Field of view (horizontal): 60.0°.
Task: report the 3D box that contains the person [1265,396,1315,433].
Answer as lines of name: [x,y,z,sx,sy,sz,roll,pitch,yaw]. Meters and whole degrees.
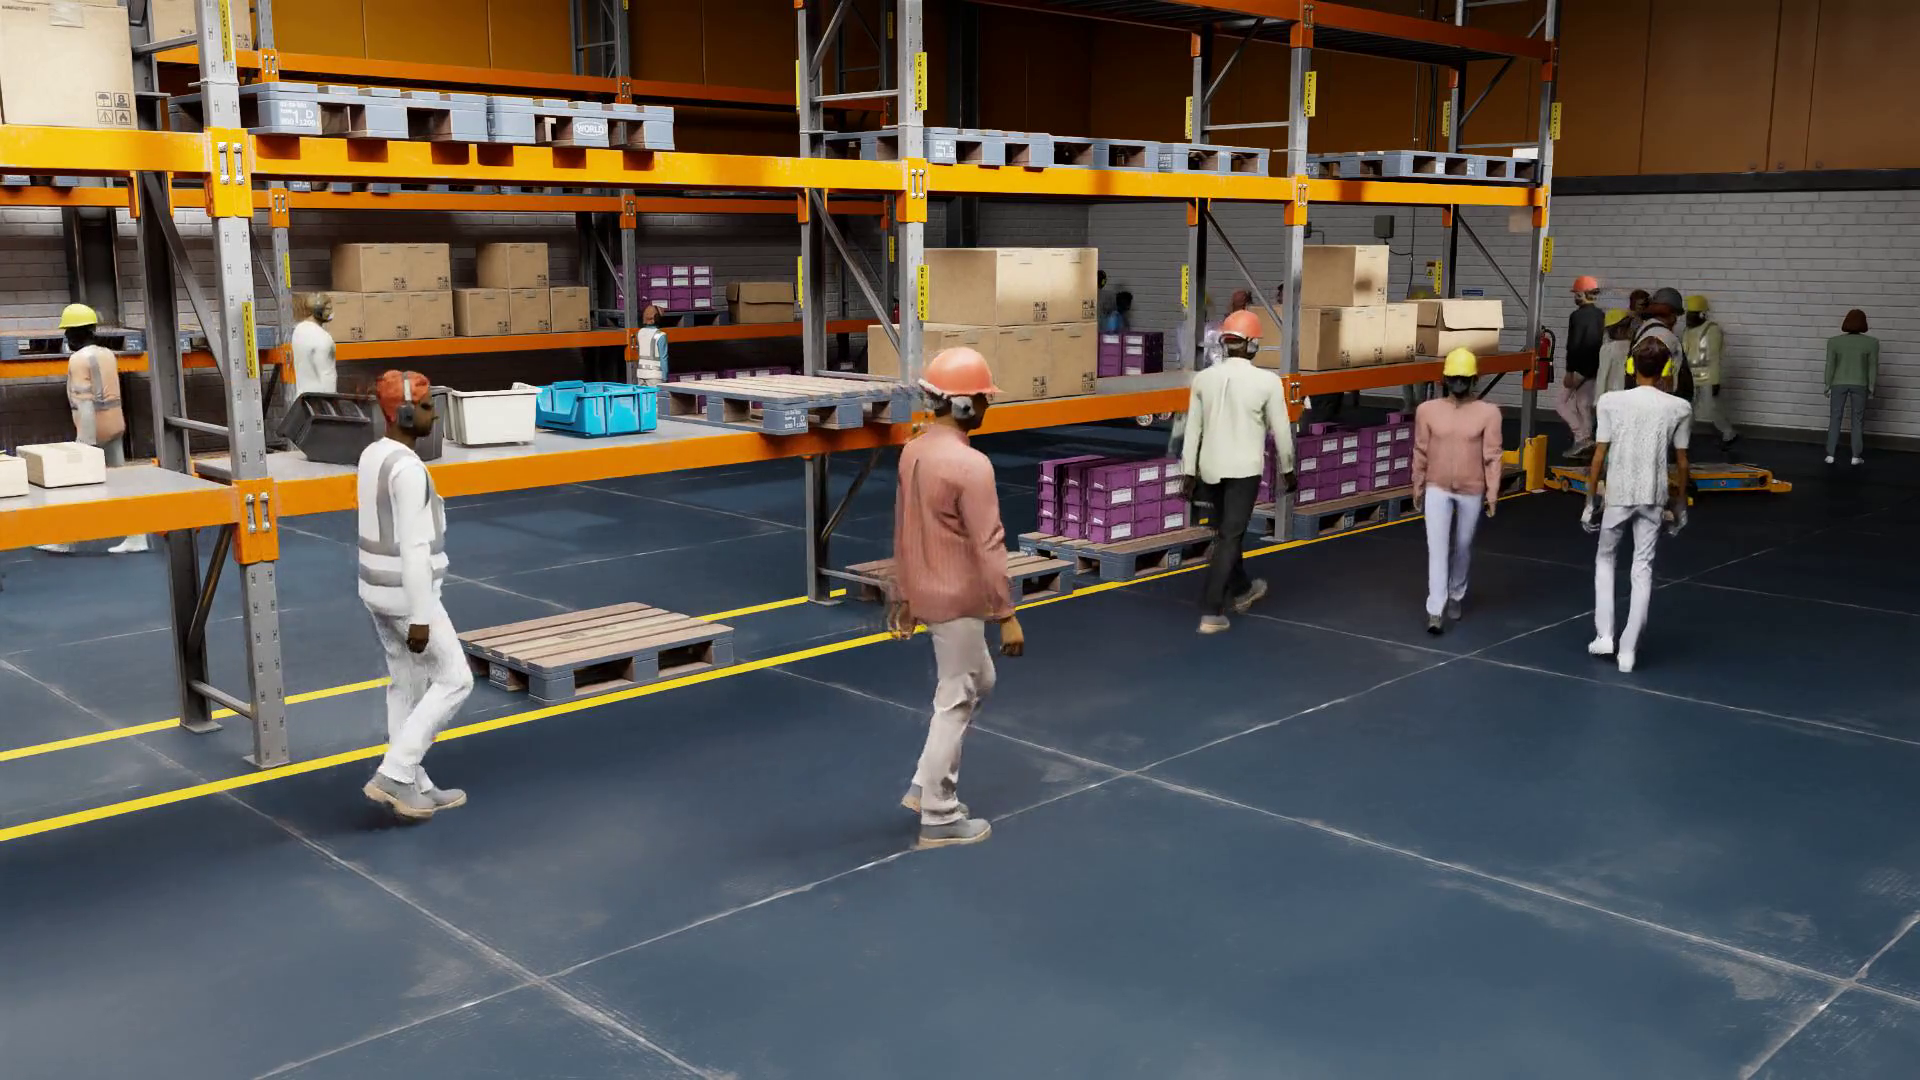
person: [3.510,-1.709,17.498,0.944,1.860,0.652,-1,10,-3]

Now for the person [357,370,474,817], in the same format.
person: [-2.244,0.237,6.829,0.405,1.872,0.578,-8,13,-37]

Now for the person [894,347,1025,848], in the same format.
person: [0.002,0.241,6.504,0.448,1.977,0.622,-4,11,-21]

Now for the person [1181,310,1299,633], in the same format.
person: [1.728,-0.438,10.300,0.621,1.944,1.006,9,13,39]

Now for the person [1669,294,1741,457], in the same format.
person: [8.143,-1.786,18.102,0.840,1.787,0.605,-4,11,-19]

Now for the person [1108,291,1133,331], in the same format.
person: [2.082,-2.501,22.303,0.498,1.659,0.548,5,11,24]

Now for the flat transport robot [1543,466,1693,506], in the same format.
flat transport robot: [5.997,-0.502,15.213,0.652,0.197,1.431,-2,11,-9]

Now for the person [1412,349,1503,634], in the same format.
person: [3.022,-0.303,10.150,0.530,1.717,0.917,4,11,19]

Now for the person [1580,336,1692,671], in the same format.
person: [3.777,-0.211,9.309,0.577,1.848,0.609,3,11,16]

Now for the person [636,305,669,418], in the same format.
person: [-3.432,-1.802,18.597,0.509,1.628,0.319,9,14,42]

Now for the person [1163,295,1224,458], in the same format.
person: [2.270,-1.519,16.401,0.930,1.860,0.664,-9,14,-42]

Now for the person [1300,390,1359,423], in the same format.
person: [3.596,-1.512,16.350,0.603,1.883,0.947,10,14,44]

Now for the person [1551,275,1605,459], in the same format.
person: [6.658,-1.842,17.855,0.649,1.976,0.440,-8,13,-39]

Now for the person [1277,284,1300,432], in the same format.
person: [3.799,-2.035,19.243,0.316,1.861,0.514,0,10,0]

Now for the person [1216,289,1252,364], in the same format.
person: [2.869,-1.563,16.662,0.977,1.861,0.649,-7,13,-35]

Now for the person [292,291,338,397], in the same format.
person: [-5.624,-1.211,14.550,0.572,1.927,0.649,-9,14,-40]

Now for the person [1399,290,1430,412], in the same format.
person: [5.927,-2.392,21.605,0.440,1.699,0.570,-8,13,-36]

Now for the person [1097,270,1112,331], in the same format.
person: [2.147,-3.251,25.839,0.538,1.869,0.312,5,12,27]

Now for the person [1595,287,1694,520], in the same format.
person: [5.745,-1.163,13.986,0.786,2.000,0.713,1,10,5]

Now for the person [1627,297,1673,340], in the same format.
person: [7.901,-1.934,19.124,0.536,1.700,0.317,1,10,6]

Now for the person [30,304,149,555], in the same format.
person: [-6.593,-0.814,12.479,0.919,1.884,0.620,0,10,0]

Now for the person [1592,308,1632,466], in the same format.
person: [6.258,-1.311,15.663,0.575,1.724,0.750,-4,11,-20]

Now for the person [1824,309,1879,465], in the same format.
person: [9.376,-1.607,17.523,0.502,1.631,0.278,7,12,32]

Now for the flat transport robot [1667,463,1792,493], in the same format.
flat transport robot: [6.974,-0.581,15.640,1.431,0.197,0.652,-2,11,-9]

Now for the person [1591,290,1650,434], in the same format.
person: [7.823,-2.082,19.759,0.852,1.781,0.613,7,12,33]
